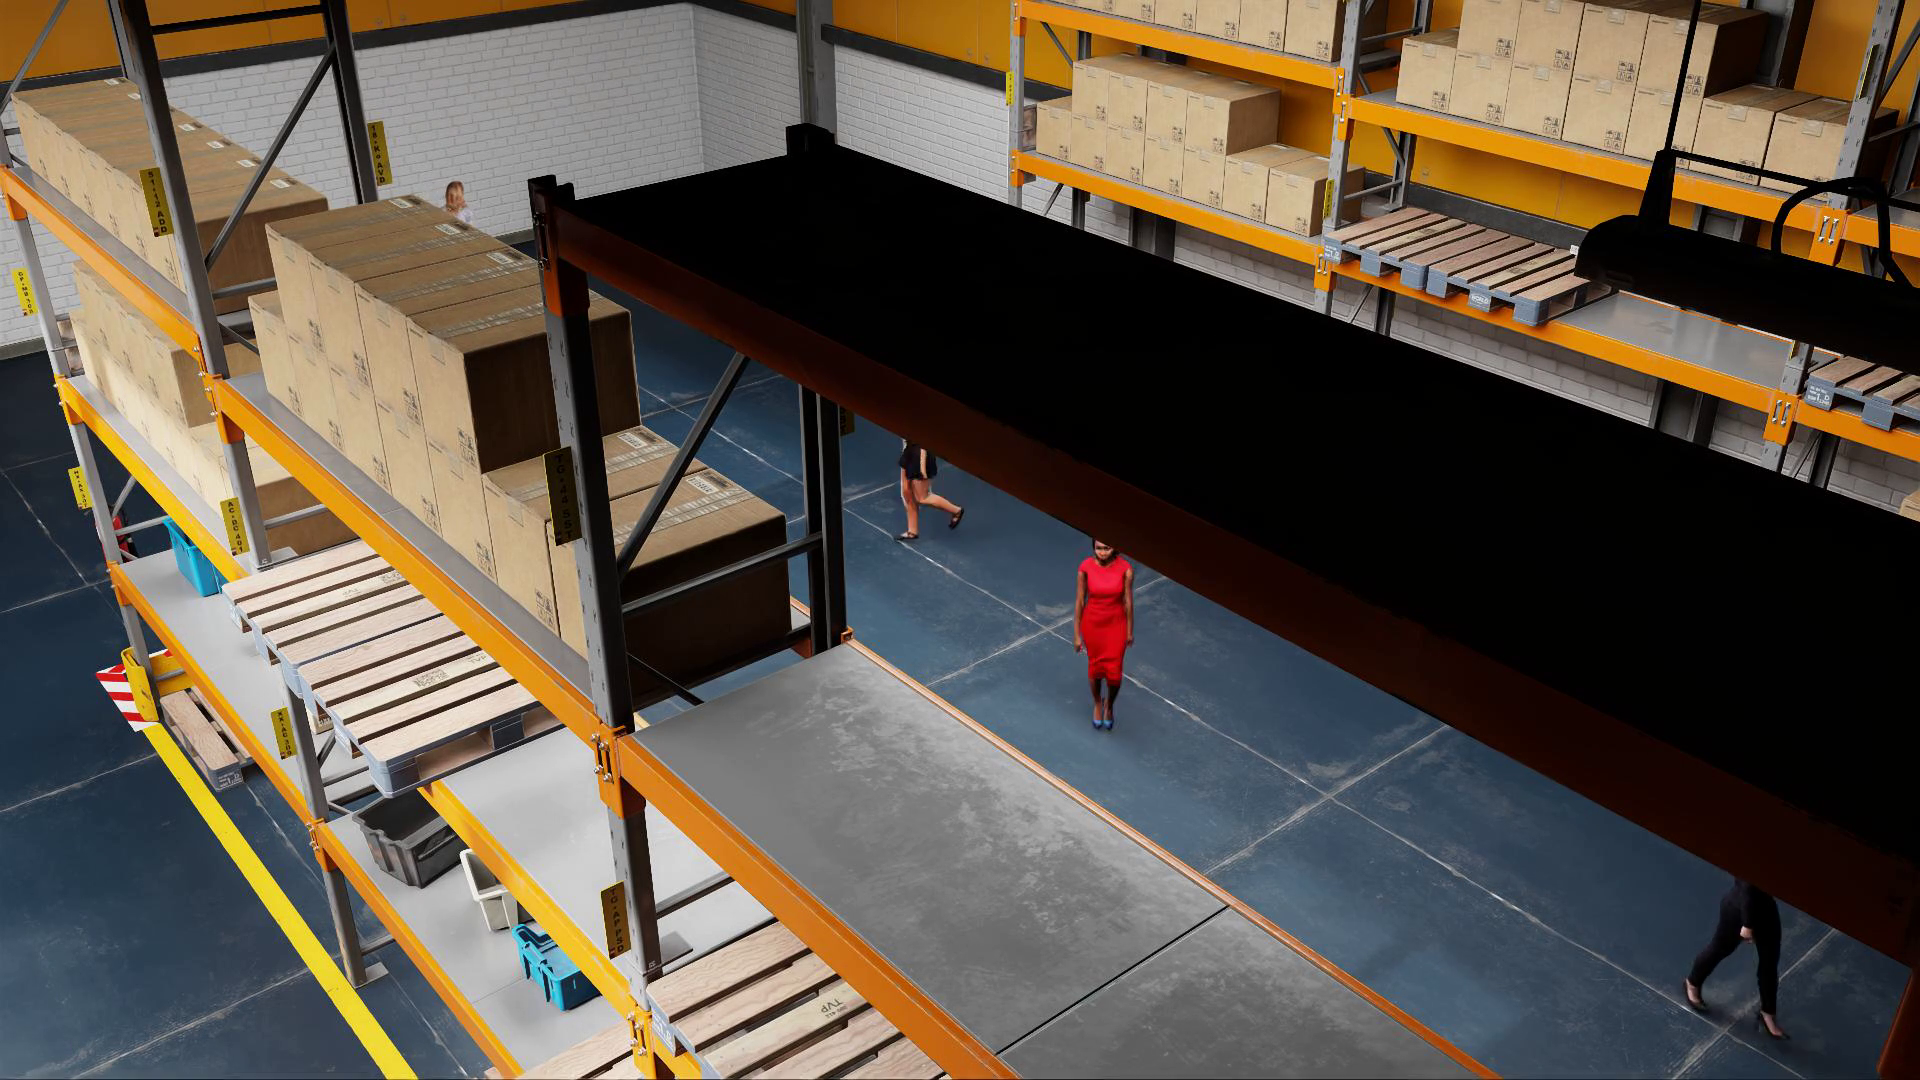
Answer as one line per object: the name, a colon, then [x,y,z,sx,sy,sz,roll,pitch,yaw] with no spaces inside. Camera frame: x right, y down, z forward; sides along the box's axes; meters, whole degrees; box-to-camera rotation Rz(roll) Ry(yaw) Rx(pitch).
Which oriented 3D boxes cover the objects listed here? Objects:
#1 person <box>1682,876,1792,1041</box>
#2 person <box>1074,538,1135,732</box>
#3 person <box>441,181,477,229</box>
person: [4.549,2.131,9.765,0.623,1.687,0.876,-20,34,-32]
person: [1.083,0.636,12.461,0.738,1.729,0.800,3,29,6]
person: [-5.930,-3.349,19.708,0.806,1.785,0.845,9,30,17]
